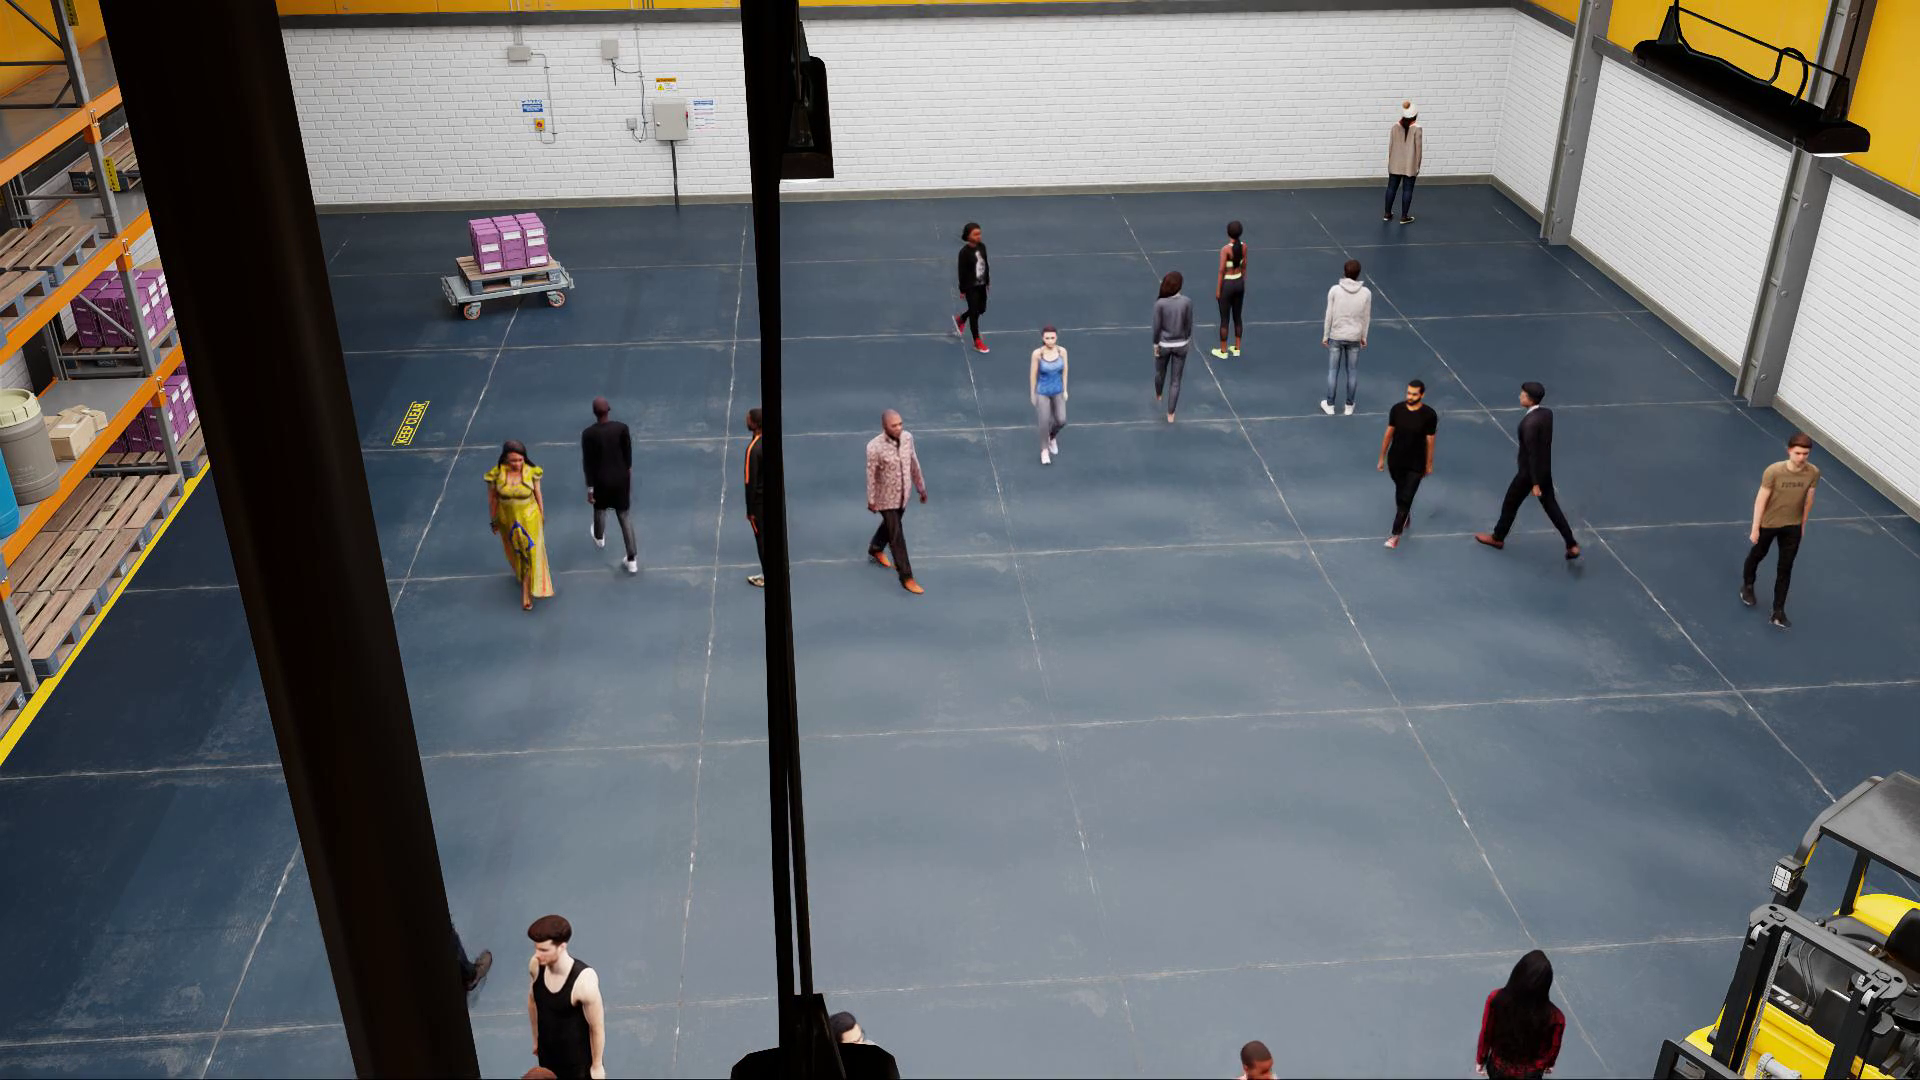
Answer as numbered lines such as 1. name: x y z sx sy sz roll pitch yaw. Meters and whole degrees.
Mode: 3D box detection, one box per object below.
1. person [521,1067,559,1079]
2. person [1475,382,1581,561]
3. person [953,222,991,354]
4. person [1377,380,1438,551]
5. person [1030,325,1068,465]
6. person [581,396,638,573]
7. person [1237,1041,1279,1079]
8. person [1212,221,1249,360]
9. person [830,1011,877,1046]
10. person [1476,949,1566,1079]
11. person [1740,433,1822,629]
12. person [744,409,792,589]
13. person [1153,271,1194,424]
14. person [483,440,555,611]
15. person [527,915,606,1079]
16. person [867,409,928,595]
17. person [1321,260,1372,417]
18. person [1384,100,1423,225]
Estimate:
1. person: -2.136 3.429 8.828 0.713 1.719 0.622 -23 36 -35
2. person: 5.666 -0.608 16.126 1.287 1.817 1.370 -25 38 -38
3. person: 0.136 -3.235 21.102 0.930 1.663 1.035 -24 36 -36
4. person: 4.489 -0.804 16.589 1.068 1.717 1.184 18 33 29
5. person: 0.970 -1.622 18.213 0.597 1.598 0.641 -5 29 -9
6. person: -3.347 -0.495 16.025 0.959 1.715 1.230 -13 31 -23
7. person: 1.611 3.318 9.474 0.709 1.295 0.956 -14 32 -24
8. person: 3.403 -3.133 20.822 0.627 1.753 0.605 -12 31 -21
9. person: -0.611 3.260 9.100 0.699 1.755 0.727 -22 36 -35
10. person: 3.152 3.100 9.516 0.843 1.636 0.939 17 33 28
11. person: 7.520 -0.179 15.343 0.855 1.813 1.187 3 29 6
12. person: -1.849 -0.413 15.780 0.754 1.805 0.653 15 32 26
13. person: 2.450 -2.186 19.115 0.725 1.724 1.092 2 29 3
14. person: -4.151 -0.227 15.655 0.800 1.600 1.231 -6 29 -10
15. person: -2.253 2.914 9.591 0.770 1.892 0.782 14 32 24
16. person: -0.688 -0.446 15.882 1.148 1.766 1.276 -24 37 -37
17. person: 4.461 -2.351 19.286 0.698 1.851 0.598 1 29 2
18. person: 6.842 -5.847 25.654 0.811 1.890 0.869 22 35 34
